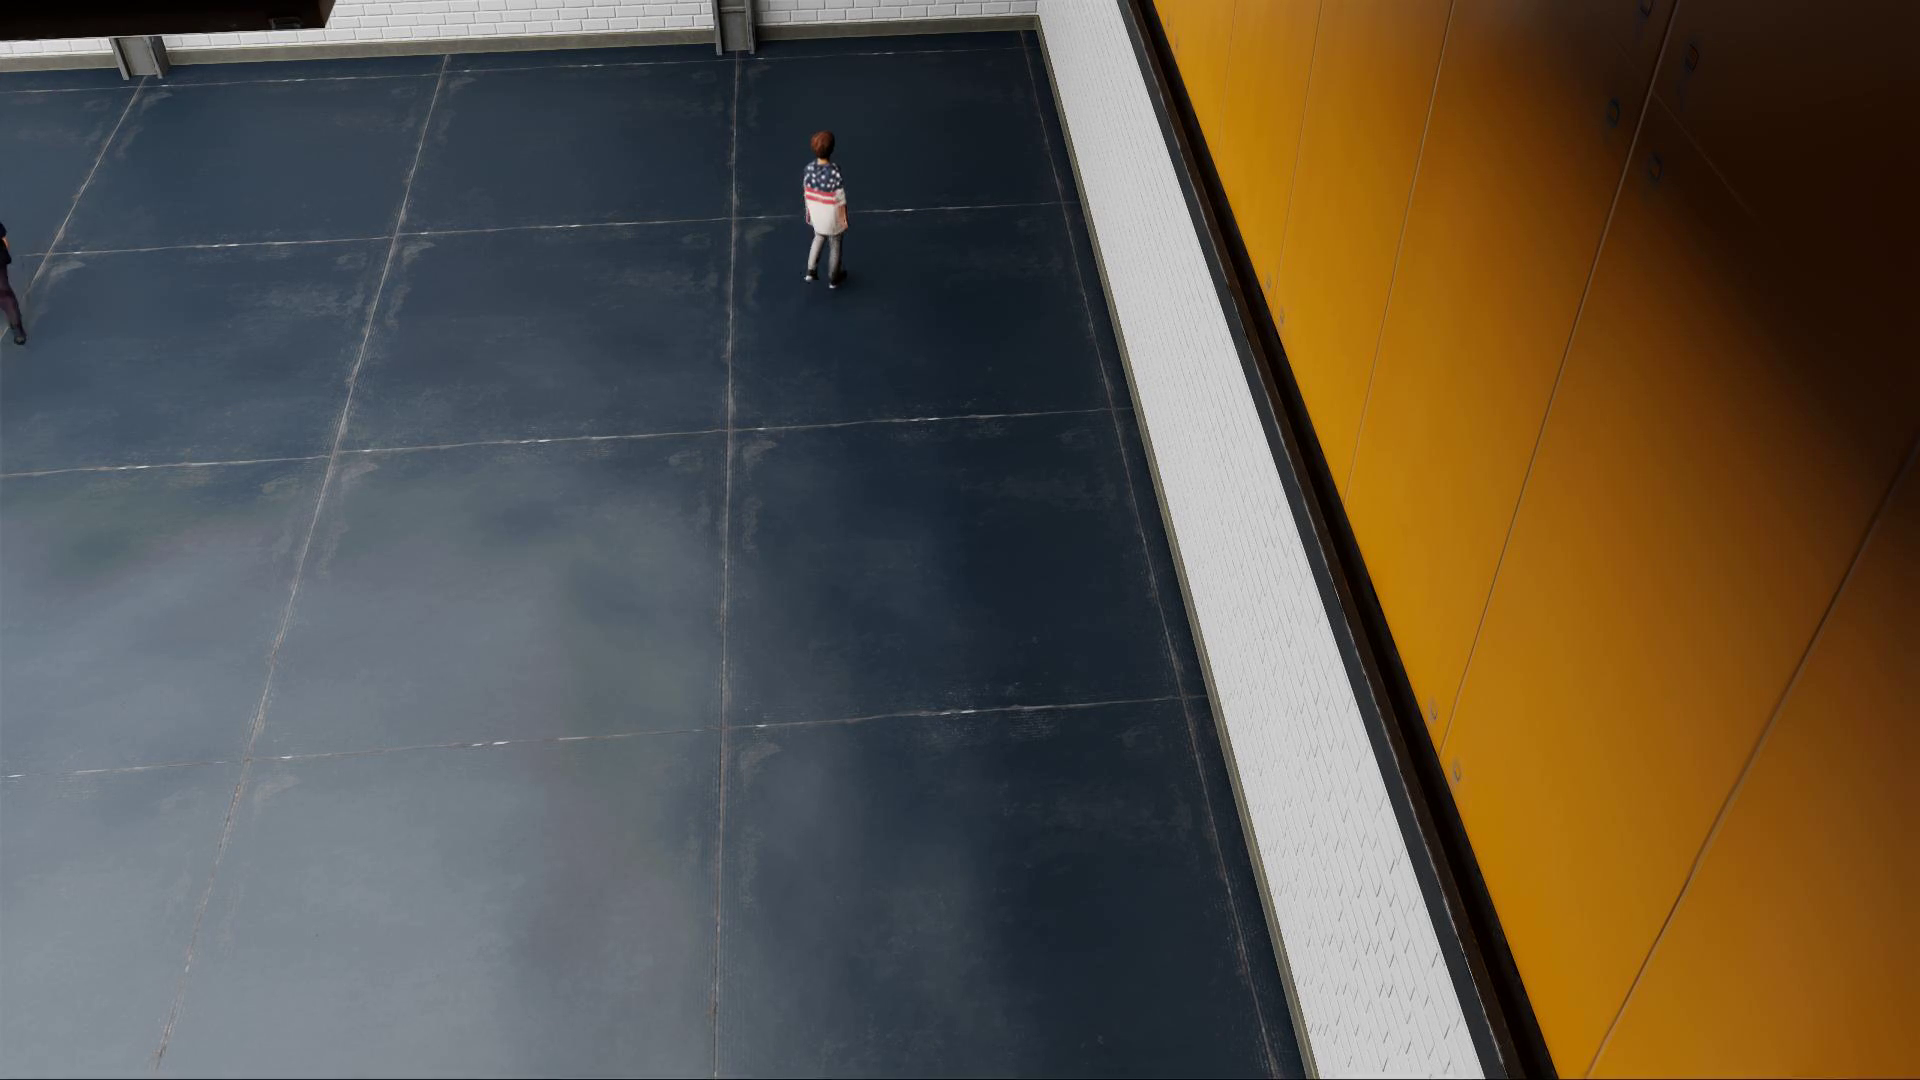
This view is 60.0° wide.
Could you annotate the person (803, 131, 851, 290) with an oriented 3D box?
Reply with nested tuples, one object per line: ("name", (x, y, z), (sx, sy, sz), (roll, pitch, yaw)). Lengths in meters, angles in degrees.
("person", (-1.132, -2.684, 13.763), (0.696, 1.430, 0.743), (20, 47, 20))

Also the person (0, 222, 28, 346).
("person", (-7.870, -2.395, 13.297), (0.812, 1.656, 0.840), (-14, 45, -14))
